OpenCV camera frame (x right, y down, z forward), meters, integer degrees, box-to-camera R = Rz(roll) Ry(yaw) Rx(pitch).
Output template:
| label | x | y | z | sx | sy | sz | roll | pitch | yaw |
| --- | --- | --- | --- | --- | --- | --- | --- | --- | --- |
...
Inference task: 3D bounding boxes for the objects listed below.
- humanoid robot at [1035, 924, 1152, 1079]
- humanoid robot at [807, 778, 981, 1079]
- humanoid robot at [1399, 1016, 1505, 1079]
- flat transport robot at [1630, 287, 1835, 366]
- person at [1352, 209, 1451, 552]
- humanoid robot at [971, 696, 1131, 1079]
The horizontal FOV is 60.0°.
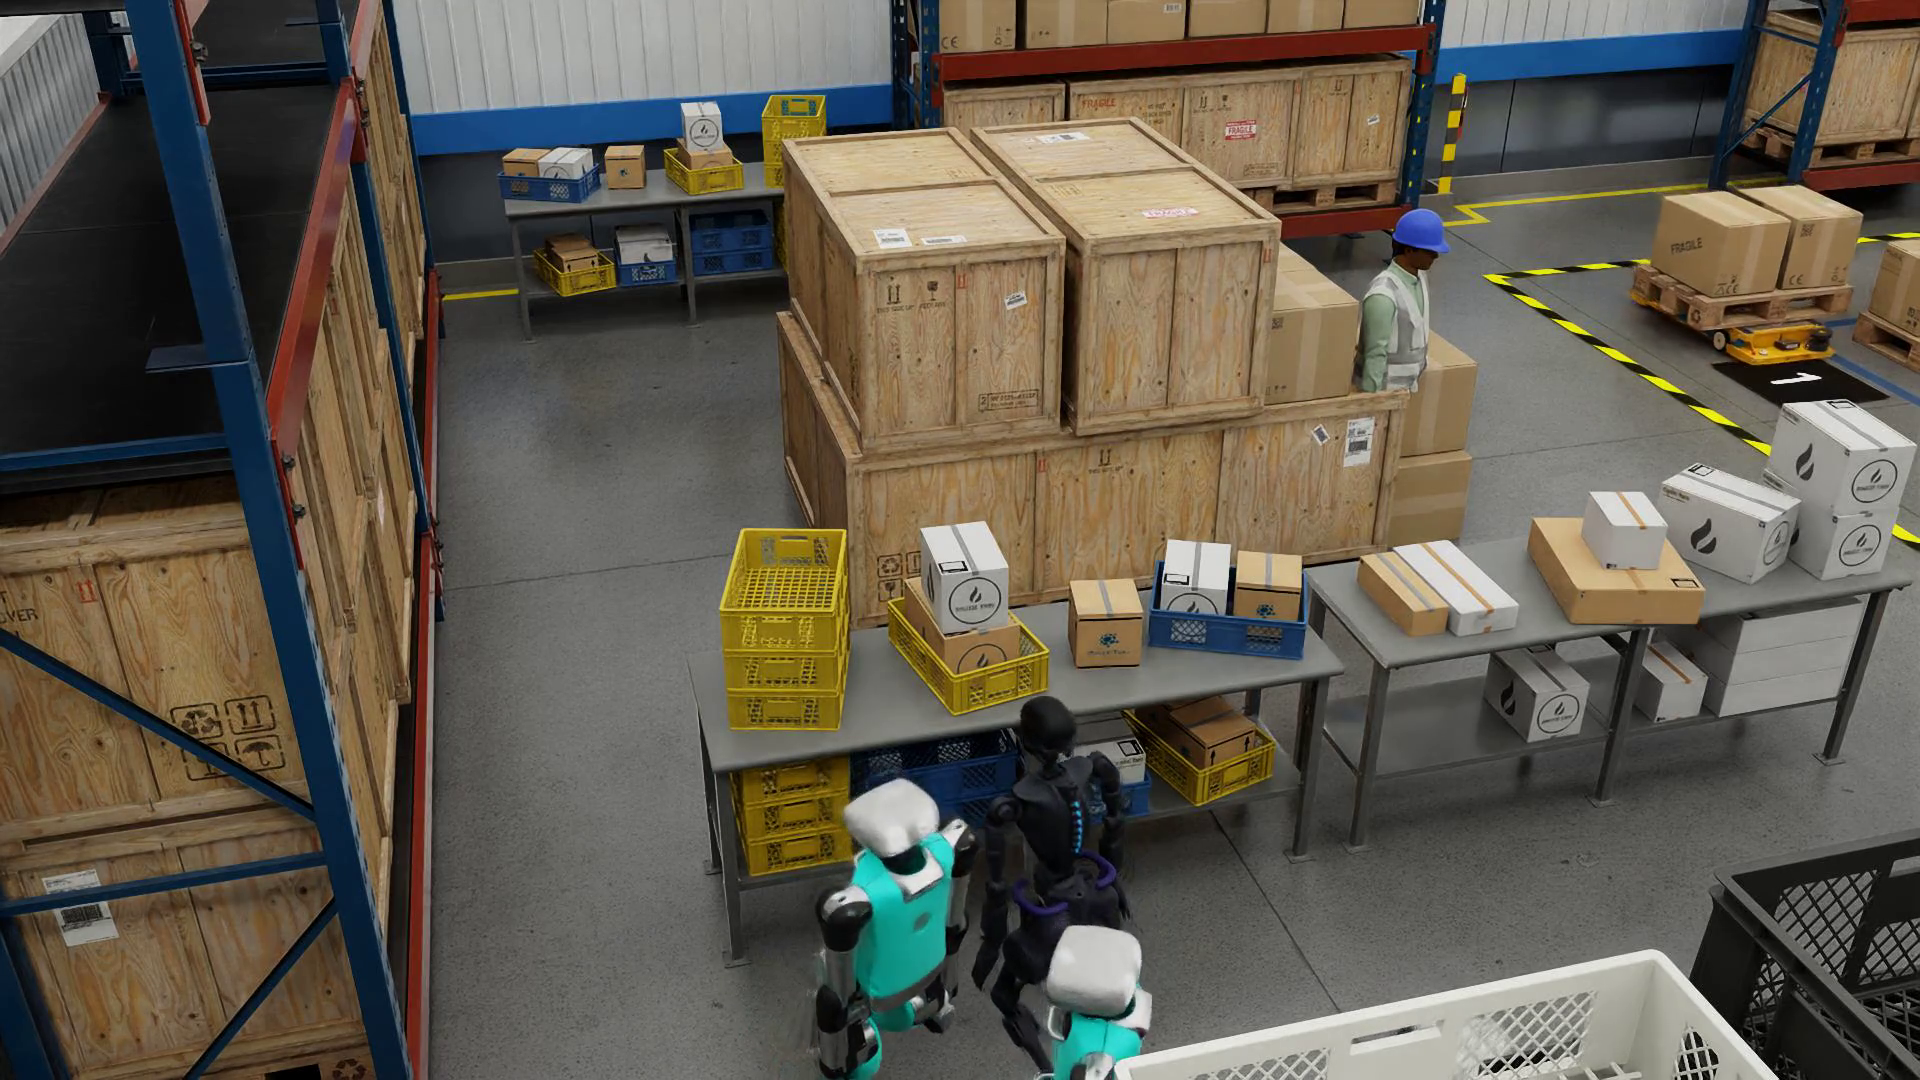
| label | x | y | z | sx | sy | sz | roll | pitch | yaw |
| --- | --- | --- | --- | --- | --- | --- | --- | --- | --- |
| humanoid robot | 0.143 | 1.741 | 4.453 | 0.662 | 1.809 | 0.555 | 5 | 29 | 8 |
| humanoid robot | -0.341 | 1.390 | 5.085 | 0.554 | 1.798 | 0.811 | -24 | 37 | -36 |
| humanoid robot | 1.338 | 1.919 | 4.141 | 0.751 | 1.803 | 0.530 | 6 | 29 | 11 |
| flat transport robot | 5.584 | -1.638 | 12.061 | 0.652 | 0.197 | 1.431 | -7 | 30 | -13 |
| person | 2.302 | -0.829 | 8.896 | 0.411 | 1.939 | 0.602 | 18 | 34 | 30 |
| humanoid robot | 0.317 | 1.213 | 5.447 | 0.616 | 1.644 | 0.345 | -19 | 34 | -31 |
